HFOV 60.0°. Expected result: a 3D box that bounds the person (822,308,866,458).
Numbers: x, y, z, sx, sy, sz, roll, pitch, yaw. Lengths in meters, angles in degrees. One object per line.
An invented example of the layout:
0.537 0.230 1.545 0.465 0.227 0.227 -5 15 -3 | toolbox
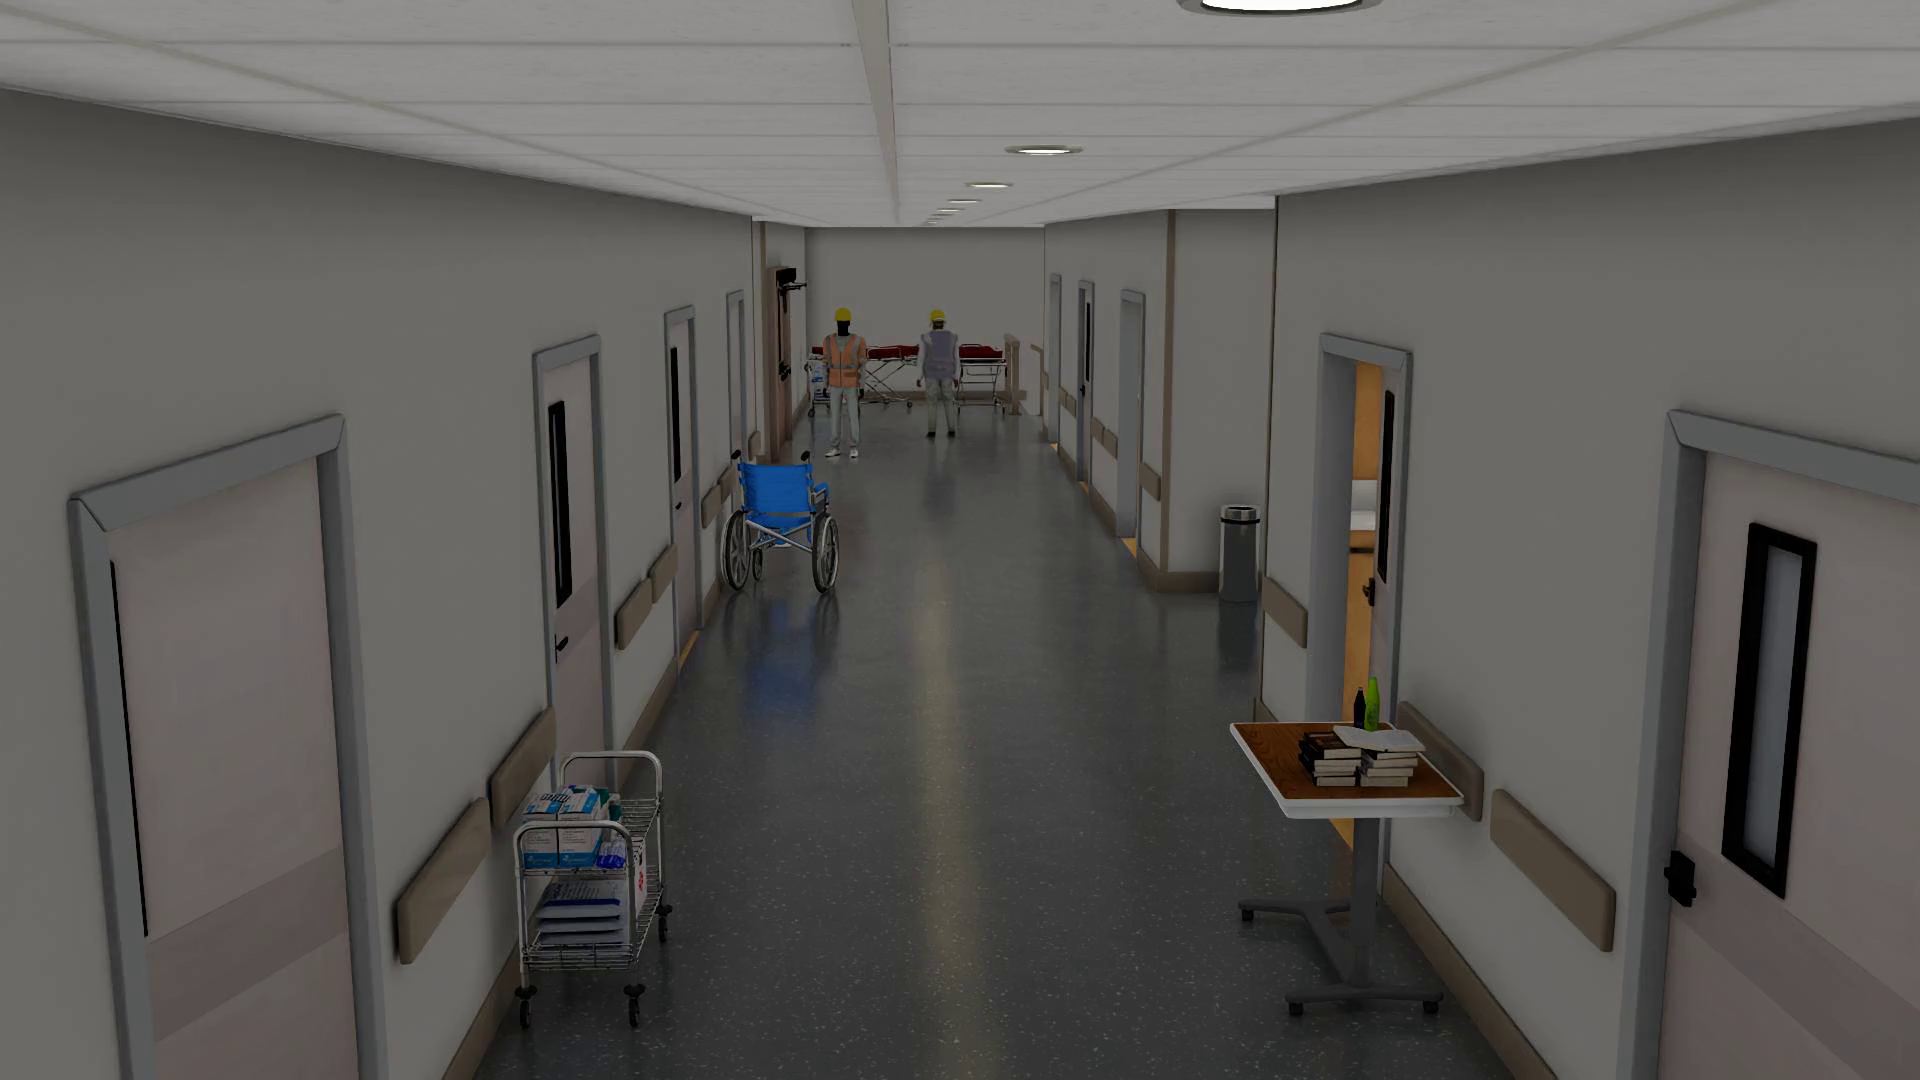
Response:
-1.498 -2.023 21.440 0.588 1.930 0.363 2 10 11 | person

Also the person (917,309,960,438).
-0.305 -2.348 23.532 0.602 1.829 0.403 -3 11 -15 | person
